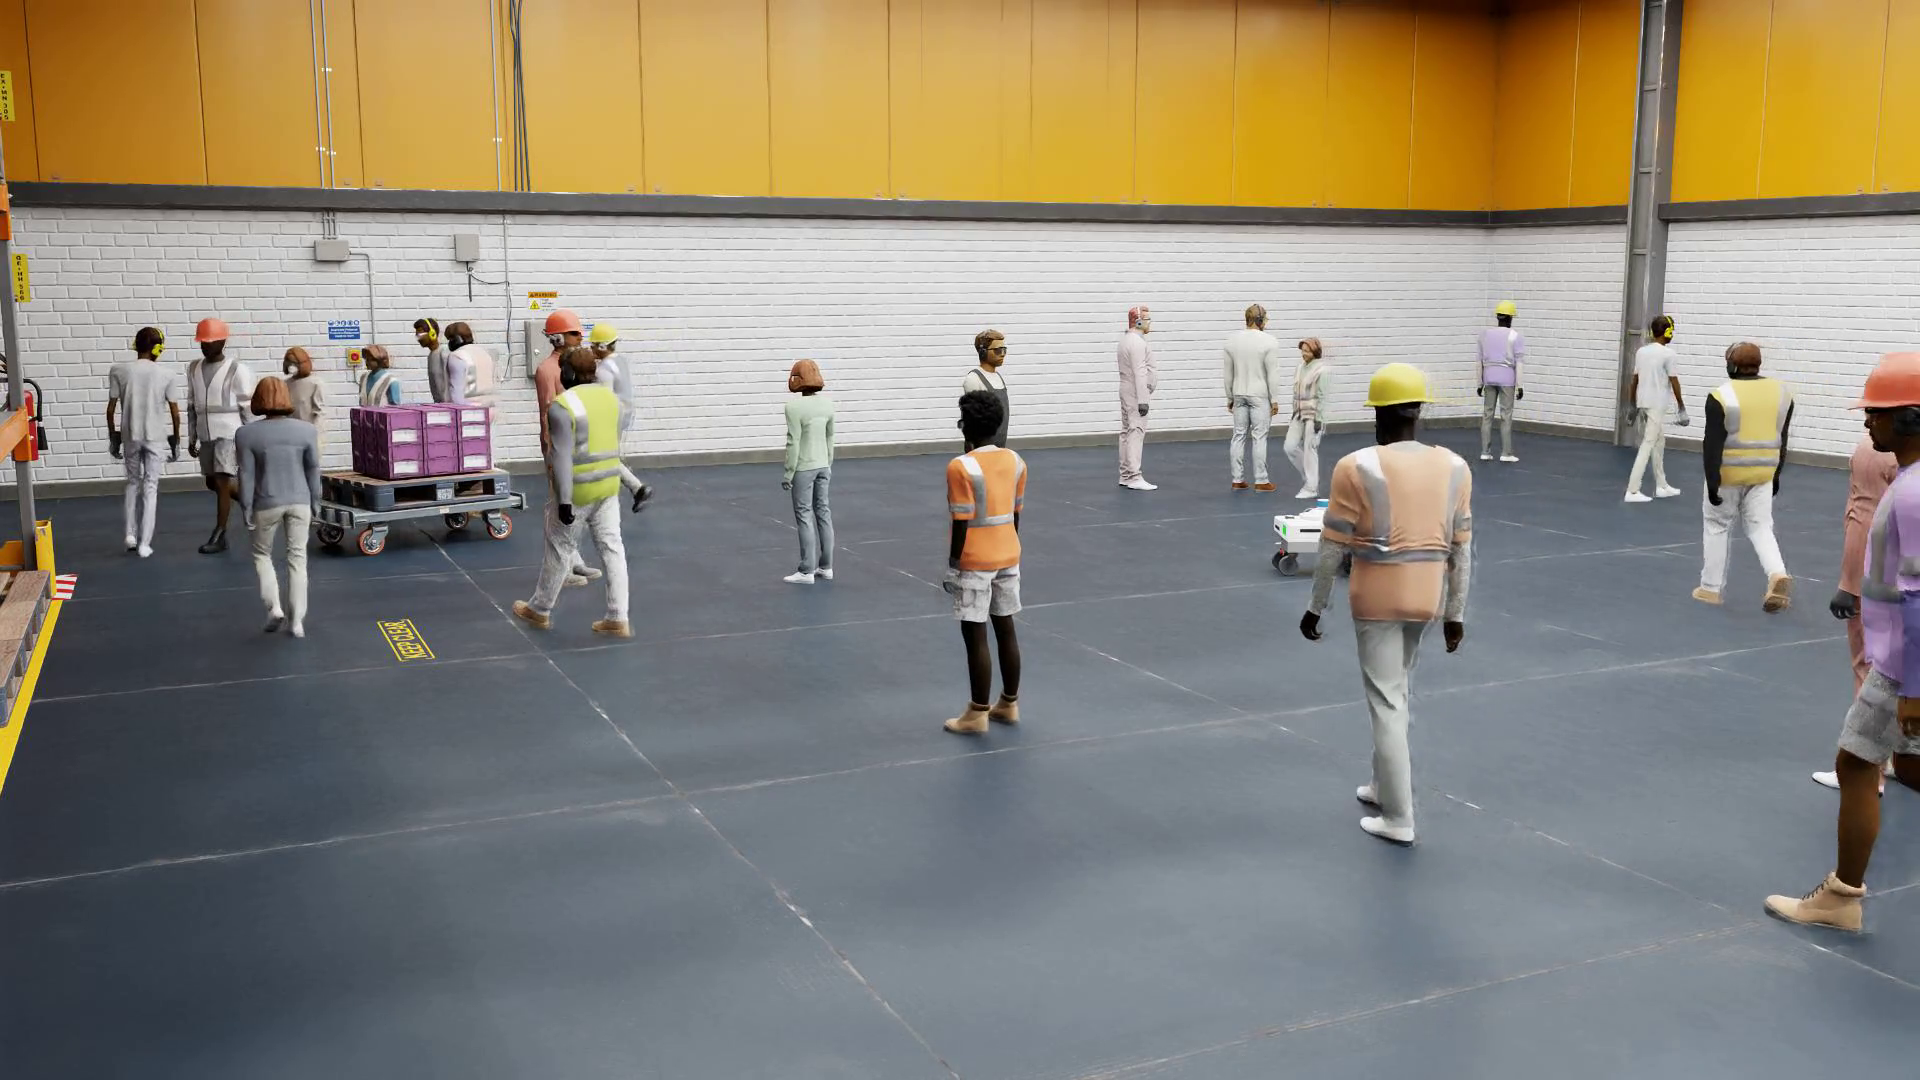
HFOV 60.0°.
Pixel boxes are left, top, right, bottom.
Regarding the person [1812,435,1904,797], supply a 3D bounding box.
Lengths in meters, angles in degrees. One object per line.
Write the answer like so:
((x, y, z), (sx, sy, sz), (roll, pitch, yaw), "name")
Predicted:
((4.044, 0.158, 7.222), (0.643, 1.908, 0.408), (-4, 10, -23), "person")

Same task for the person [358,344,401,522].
((-5.200, -0.976, 15.124), (0.518, 1.617, 0.550), (7, 11, 37), "person")

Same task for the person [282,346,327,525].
((-5.770, -0.891, 14.617), (0.519, 1.617, 0.407), (4, 10, 22), "person")

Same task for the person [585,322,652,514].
((-3.140, -1.065, 15.071), (0.507, 1.818, 0.613), (1, 9, 6), "person")

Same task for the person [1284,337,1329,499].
((3.456, -1.209, 16.561), (0.368, 1.619, 0.531), (-4, 10, -22), "person")

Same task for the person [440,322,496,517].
((-4.557, -1.100, 15.337), (0.651, 1.805, 0.652), (3, 10, 19), "person")

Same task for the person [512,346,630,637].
((-2.428, -0.307, 10.435), (0.931, 1.796, 0.647), (6, 11, 31), "person")

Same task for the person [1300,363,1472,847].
((1.704, 0.240, 6.740), (0.604, 1.901, 0.757), (-3, 10, -21), "person")

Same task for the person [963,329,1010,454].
((0.213, -0.625, 12.267), (0.345, 1.846, 0.508), (4, 10, 25), "person")

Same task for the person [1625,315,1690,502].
((6.948, -1.285, 16.402), (0.860, 1.834, 0.515), (-2, 9, -14), "person")

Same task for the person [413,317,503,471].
((-4.893, -1.248, 16.177), (0.739, 1.831, 0.587), (-7, 12, -38), "person")

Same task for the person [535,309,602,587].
((-2.855, -0.669, 12.072), (0.375, 1.997, 0.612), (1, 9, 8), "person")

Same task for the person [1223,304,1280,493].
((3.003, -1.450, 17.111), (0.627, 1.935, 0.372), (8, 12, 40), "person")

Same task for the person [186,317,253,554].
((-6.008, -0.875, 13.619), (0.559, 1.911, 0.839), (2, 9, 14), "person")

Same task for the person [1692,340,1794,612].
((5.254, -0.421, 11.106), (0.628, 1.816, 0.780), (-1, 9, -4), "person")

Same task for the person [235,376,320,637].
((-4.213, -0.202, 10.315), (0.498, 1.624, 0.357), (-6, 11, -32), "person")

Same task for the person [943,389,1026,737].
((0.114, 0.110, 8.166), (0.317, 1.695, 0.540), (8, 12, 39), "person")

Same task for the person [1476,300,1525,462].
((6.460, -1.890, 19.866), (0.593, 1.924, 0.381), (8, 12, 42), "person")

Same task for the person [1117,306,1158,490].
((1.862, -1.482, 17.393), (0.407, 1.910, 0.639), (-1, 9, -9), "person")

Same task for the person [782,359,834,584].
((-1.106, -0.499, 12.136), (0.273, 1.632, 0.507), (6, 11, 35), "person")

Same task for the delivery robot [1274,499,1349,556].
((2.729, -0.065, 12.493), (0.707, 0.478, 0.477), (0, 9, 0), "delivery robot")

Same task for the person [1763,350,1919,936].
((3.240, 0.387, 5.495), (0.860, 2.017, 0.616), (7, 12, 37), "person")

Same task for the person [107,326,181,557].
((-6.522, -0.787, 13.313), (0.542, 1.834, 0.520), (-3, 10, -16), "person")
